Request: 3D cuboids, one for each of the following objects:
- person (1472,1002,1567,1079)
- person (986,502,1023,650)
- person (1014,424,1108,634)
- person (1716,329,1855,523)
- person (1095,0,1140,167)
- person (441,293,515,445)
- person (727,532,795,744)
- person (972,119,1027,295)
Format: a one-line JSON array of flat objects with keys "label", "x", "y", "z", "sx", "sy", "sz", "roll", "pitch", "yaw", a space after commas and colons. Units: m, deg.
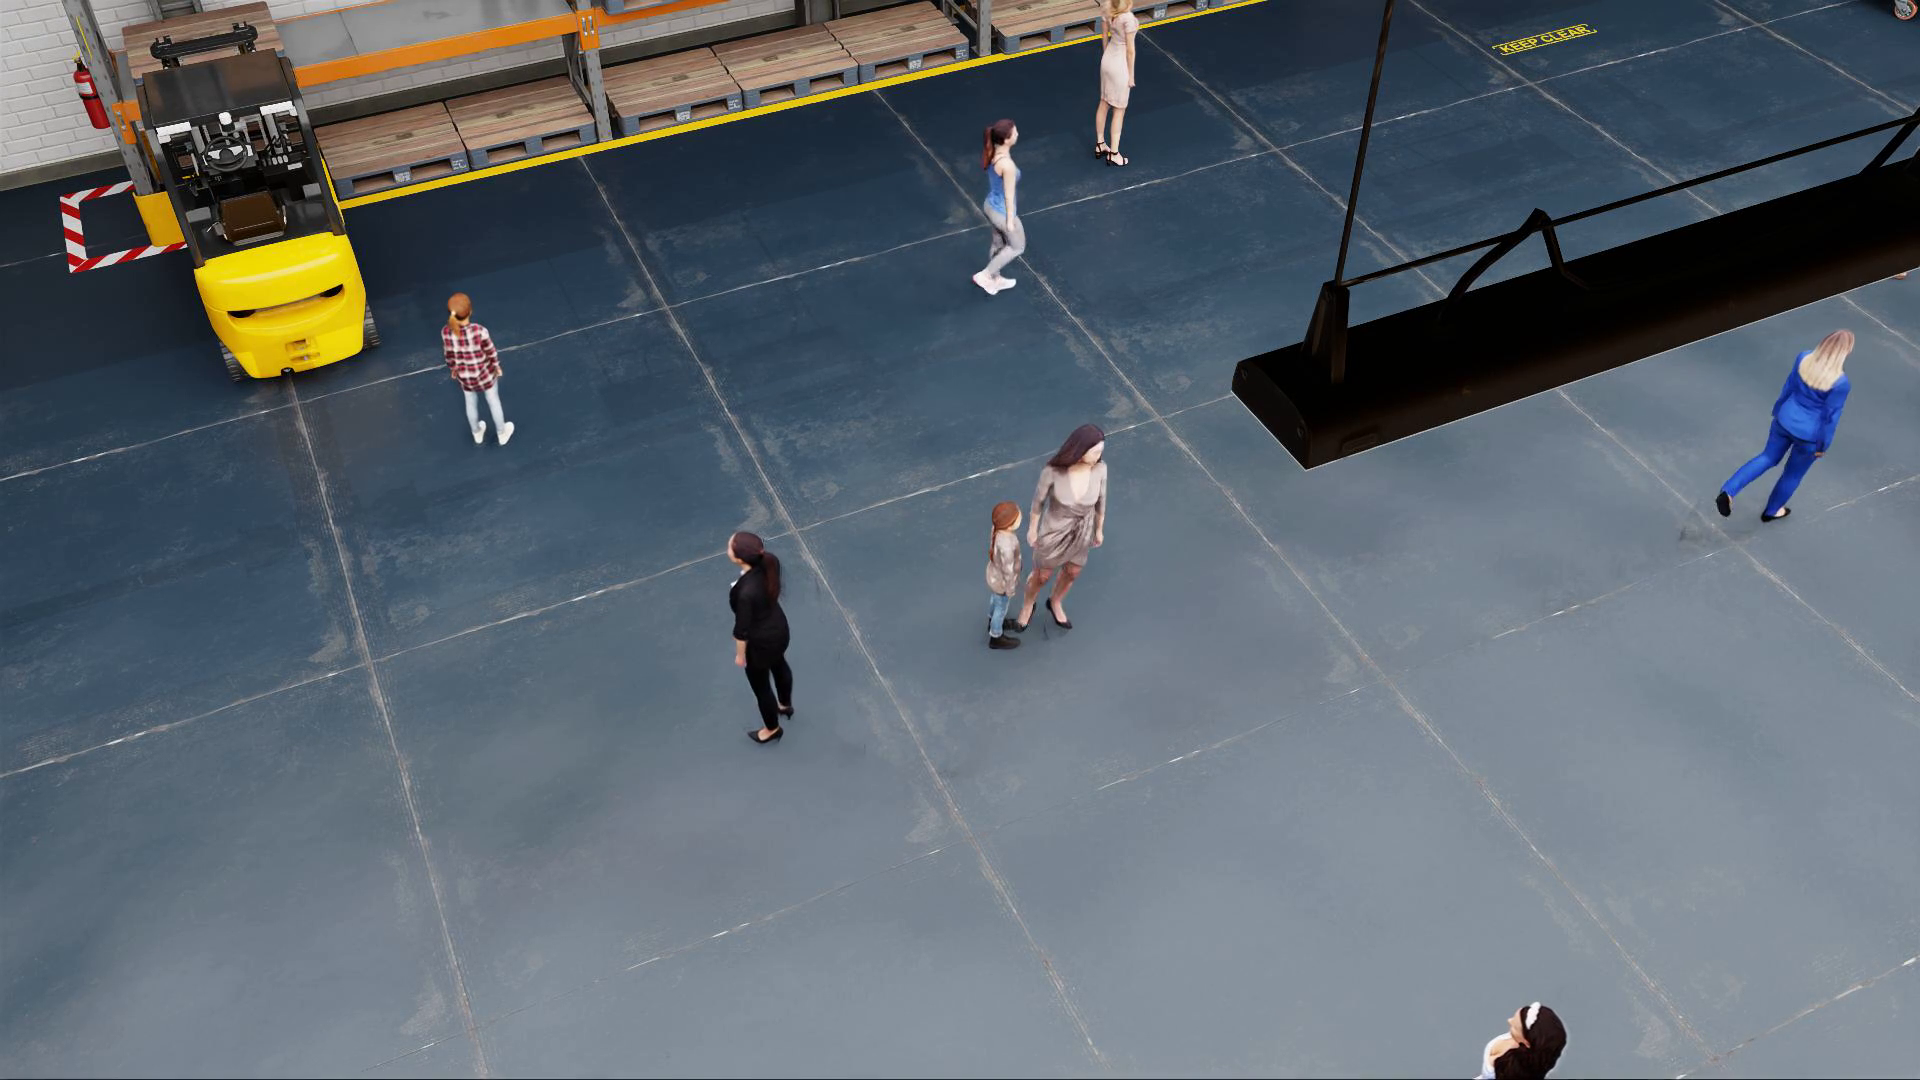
[{"label": "person", "x": 2.486, "y": 2.681, "z": 7.701, "sx": 0.920, "sy": 1.816, "sz": 0.855, "roll": 17, "pitch": 46, "yaw": 17}, {"label": "person", "x": 0.272, "y": 0.216, "z": 10.742, "sx": 0.525, "sy": 1.192, "sz": 0.524, "roll": -5, "pitch": 44, "yaw": -5}, {"label": "person", "x": 0.641, "y": -0.050, "z": 10.640, "sx": 0.552, "sy": 1.718, "sz": 0.824, "roll": 0, "pitch": 44, "yaw": 0}, {"label": "person", "x": 5.669, "y": -0.723, "z": 11.371, "sx": 0.891, "sy": 1.684, "sz": 0.627, "roll": -17, "pitch": 46, "yaw": -17}, {"label": "person", "x": 1.393, "y": -4.220, "z": 14.937, "sx": 0.540, "sy": 1.829, "sz": 0.596, "roll": -25, "pitch": 49, "yaw": -24}, {"label": "person", "x": -3.562, "y": -1.246, "z": 12.194, "sx": 0.586, "sy": 1.304, "sz": 0.682, "roll": 2, "pitch": 44, "yaw": 2}, {"label": "person", "x": -1.177, "y": 0.591, "z": 10.011, "sx": 0.736, "sy": 1.657, "sz": 0.673, "roll": 16, "pitch": 46, "yaw": 16}, {"label": "person", "x": 0.275, "y": -2.649, "z": 13.454, "sx": 0.650, "sy": 1.600, "sz": 0.583, "roll": -16, "pitch": 46, "yaw": -16}]
